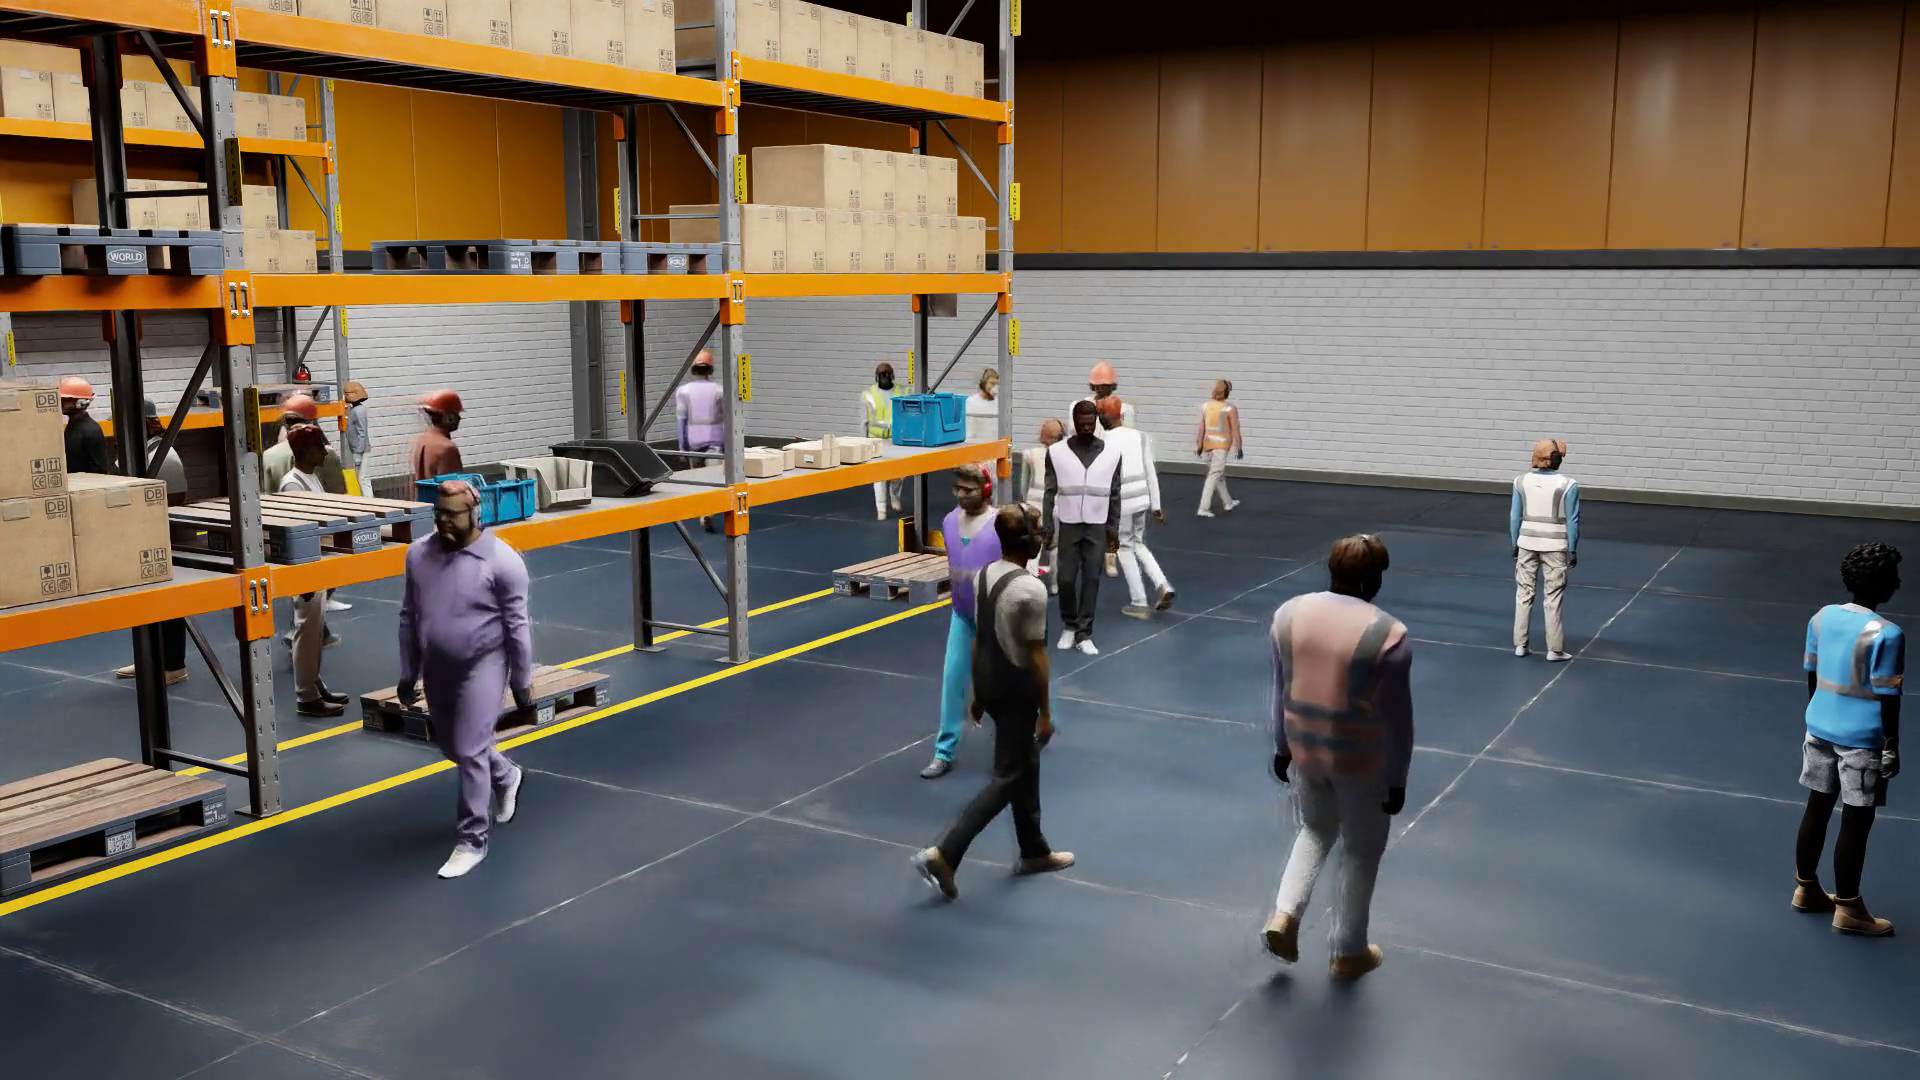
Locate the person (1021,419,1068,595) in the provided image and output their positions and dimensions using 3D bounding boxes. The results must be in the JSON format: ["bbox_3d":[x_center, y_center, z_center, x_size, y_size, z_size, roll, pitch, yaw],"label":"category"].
[{"bbox_3d":[0.746,-0.249,14.379,0.513,1.592,0.895,2,9,13],"label":"person"}]

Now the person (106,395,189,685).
[{"bbox_3d":[-5.659,-0.010,11.485,0.689,2.000,0.539,8,12,40],"label":"person"}]

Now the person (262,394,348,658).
[{"bbox_3d":[-4.805,-0.084,12.214,0.619,1.963,0.870,2,9,11],"label":"person"}]

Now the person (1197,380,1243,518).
[{"bbox_3d":[3.063,-1.071,19.507,0.873,1.590,0.538,-7,12,-39],"label":"person"}]

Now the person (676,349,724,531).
[{"bbox_3d":[-2.838,-1.109,18.480,0.616,2.017,0.976,-1,9,-3],"label":"person"}]

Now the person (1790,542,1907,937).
[{"bbox_3d":[3.866,0.847,7.202,0.318,1.695,0.539,-1,9,-9],"label":"person"}]

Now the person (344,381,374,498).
[{"bbox_3d":[-6.776,-0.968,18.726,0.278,1.634,0.499,-4,10,-24],"label":"person"}]

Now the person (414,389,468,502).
[{"bbox_3d":[-3.840,-0.158,12.606,0.622,1.965,0.752,9,13,43],"label":"person"}]

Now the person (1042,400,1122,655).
[{"bbox_3d":[0.914,-0.098,12.455,0.601,1.908,0.453,-1,9,-6],"label":"person"}]

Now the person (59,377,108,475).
[{"bbox_3d":[-7.237,-0.350,13.738,0.612,1.997,0.375,8,12,42],"label":"person"}]

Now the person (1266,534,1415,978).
[{"bbox_3d":[1.514,0.875,6.637,0.640,1.821,0.483,9,13,44],"label":"person"}]

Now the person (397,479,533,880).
[{"bbox_3d":[-2.359,0.614,8.104,0.635,1.877,0.840,4,10,21],"label":"person"}]

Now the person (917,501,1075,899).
[{"bbox_3d":[0.172,0.729,7.609,0.855,1.820,0.520,-5,11,-30],"label":"person"}]

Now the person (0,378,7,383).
[{"bbox_3d":[-9.154,-0.613,15.828,0.660,1.857,1.010,5,10,29],"label":"person"}]

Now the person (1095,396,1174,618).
[{"bbox_3d":[1.373,-0.259,13.629,0.606,1.844,0.595,-7,11,-37],"label":"person"}]

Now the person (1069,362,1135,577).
[{"bbox_3d":[1.325,-0.649,15.535,0.622,2.020,0.457,1,9,5],"label":"person"}]

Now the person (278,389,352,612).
[{"bbox_3d":[-5.539,-0.314,13.844,0.716,1.891,0.642,-4,10,-23],"label":"person"}]

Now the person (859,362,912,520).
[{"bbox_3d":[-0.849,-1.143,19.231,0.646,1.825,0.469,-1,9,-6],"label":"person"}]

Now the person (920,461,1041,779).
[{"bbox_3d":[0.162,0.423,9.562,0.563,1.801,0.967,7,12,39],"label":"person"}]

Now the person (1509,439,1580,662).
[{"bbox_3d":[4.278,0.077,12.201,0.514,1.637,0.314,9,13,44],"label":"person"}]

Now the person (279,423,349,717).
[{"bbox_3d":[-4.183,0.190,10.720,0.345,1.883,0.584,-2,9,-13],"label":"person"}]

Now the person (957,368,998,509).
[{"bbox_3d":[0.273,-0.777,16.759,0.649,1.887,1.012,-7,11,-36],"label":"person"}]
